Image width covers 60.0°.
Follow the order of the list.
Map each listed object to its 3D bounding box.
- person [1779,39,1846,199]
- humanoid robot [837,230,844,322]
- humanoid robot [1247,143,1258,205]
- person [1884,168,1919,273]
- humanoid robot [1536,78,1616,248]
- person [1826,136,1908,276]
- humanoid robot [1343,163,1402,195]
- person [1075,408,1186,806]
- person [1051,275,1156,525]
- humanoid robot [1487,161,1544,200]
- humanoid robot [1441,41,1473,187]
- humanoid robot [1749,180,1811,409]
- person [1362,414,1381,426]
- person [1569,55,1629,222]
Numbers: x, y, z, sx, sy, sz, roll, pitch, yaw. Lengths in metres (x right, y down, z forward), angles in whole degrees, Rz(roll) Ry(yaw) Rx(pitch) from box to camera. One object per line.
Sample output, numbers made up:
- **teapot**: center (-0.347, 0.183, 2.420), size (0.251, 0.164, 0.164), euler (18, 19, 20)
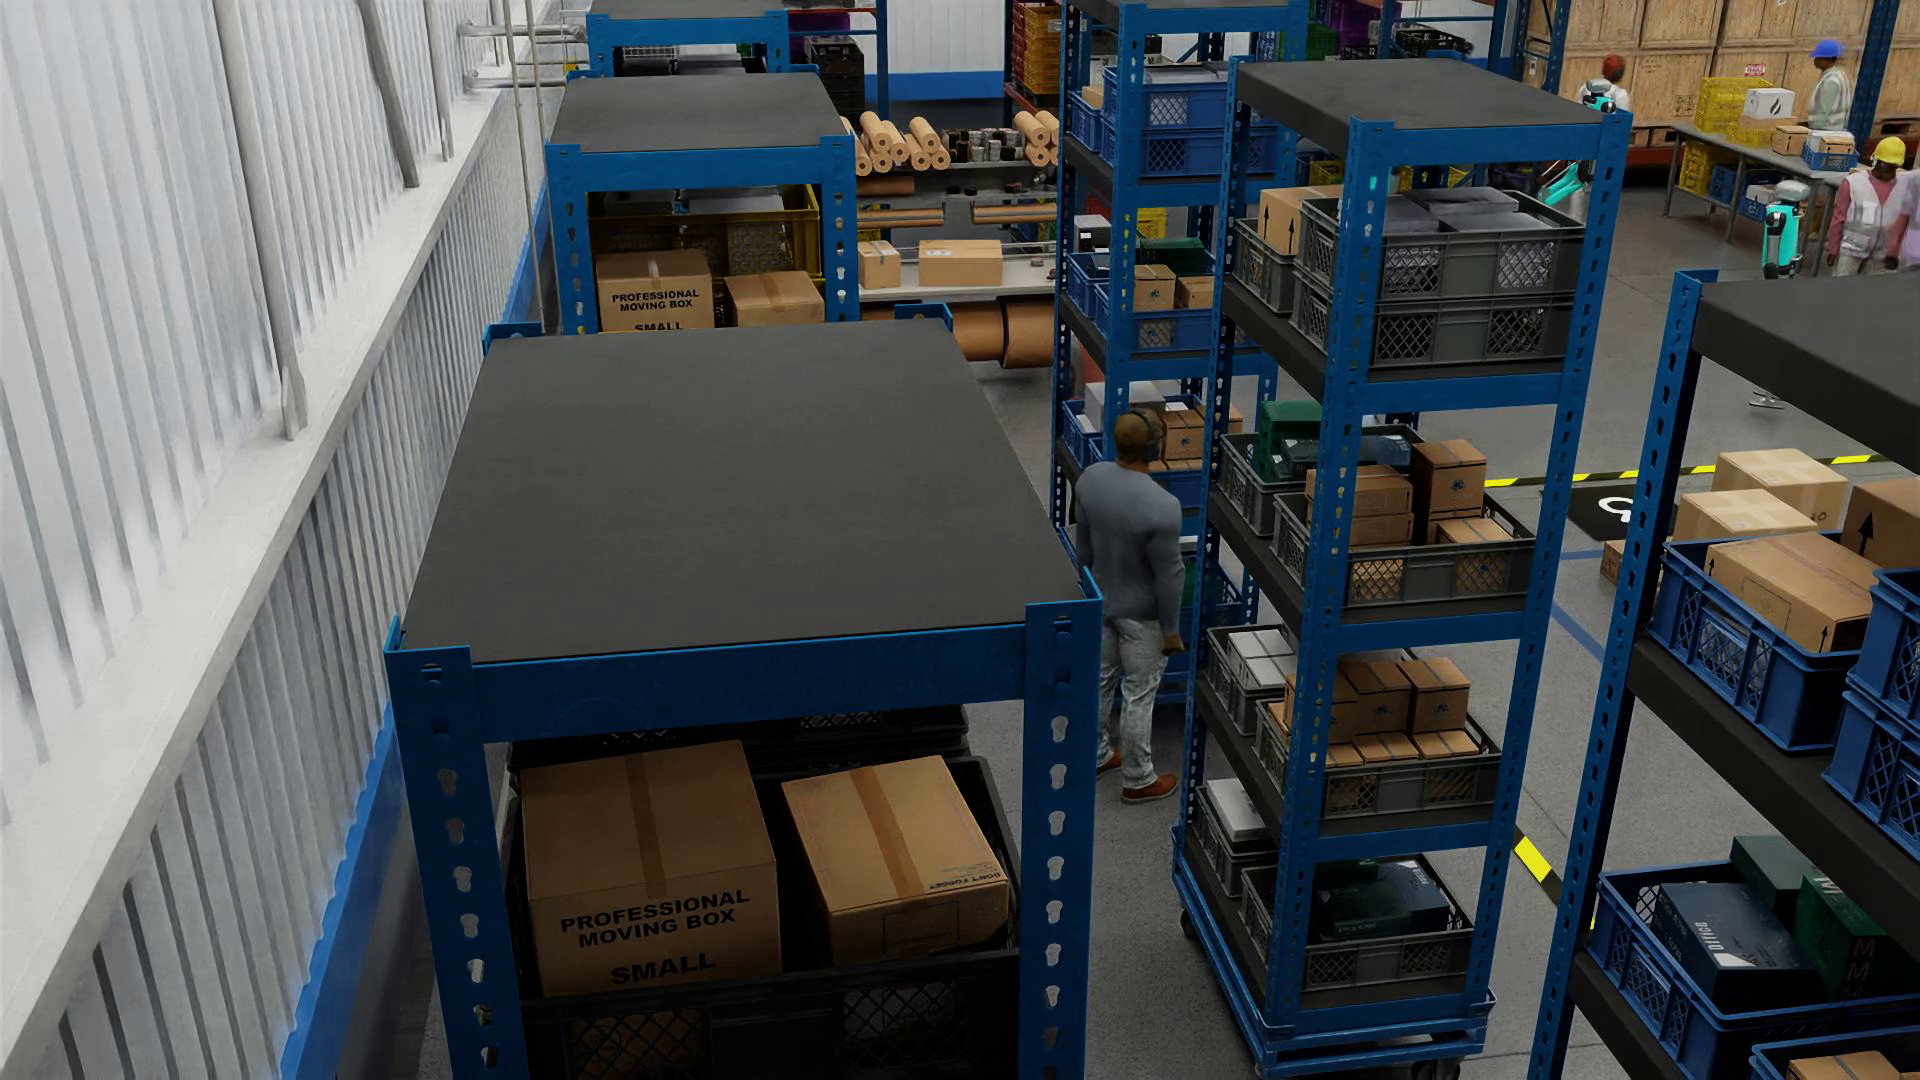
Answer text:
- **person**: center (9.252, -4.441, 18.003), size (0.993, 1.884, 0.616), euler (8, 26, 17)
- **humanoid robot**: center (-1.074, -2.263, 13.576), size (0.673, 1.624, 0.603), euler (-6, 25, -12)
- **humanoid robot**: center (3.436, -4.496, 18.465), size (0.801, 1.632, 0.610), euler (0, 25, 0)
- **person**: center (7.659, -2.240, 13.087), size (0.481, 2.009, 0.676), euler (-16, 29, -31)
- **humanoid robot**: center (5.982, -3.687, 16.436), size (0.738, 1.691, 0.535), euler (-2, 25, -4)
- **person**: center (7.409, -2.385, 13.612), size (0.587, 1.831, 0.404), euler (3, 25, 6)
- **humanoid robot**: center (3.347, -2.601, 14.308), size (0.571, 1.873, 0.856), euler (-8, 26, -18)
- **person**: center (0.784, 0.308, 7.632), size (0.369, 1.940, 0.632), euler (-19, 31, -35)
- **person**: center (0.831, -0.681, 9.750), size (0.605, 1.965, 0.368), euler (0, 25, 1)
- **humanoid robot**: center (5.275, -3.367, 15.957), size (0.358, 1.672, 0.611), euler (-19, 31, -36)
- **humanoid robot**: center (5.771, -4.954, 19.366), size (0.316, 1.657, 0.597), euler (7, 26, 15)
- **humanoid robot**: center (6.204, -1.776, 12.241), size (0.735, 1.677, 0.533), euler (17, 30, 32)
- **person**: center (1.821, 0.197, 7.975), size (0.592, 1.851, 0.399), euler (-1, 25, -3)
- **person**: center (6.623, -4.056, 17.208), size (0.420, 1.875, 0.599), euler (-14, 28, -28)
